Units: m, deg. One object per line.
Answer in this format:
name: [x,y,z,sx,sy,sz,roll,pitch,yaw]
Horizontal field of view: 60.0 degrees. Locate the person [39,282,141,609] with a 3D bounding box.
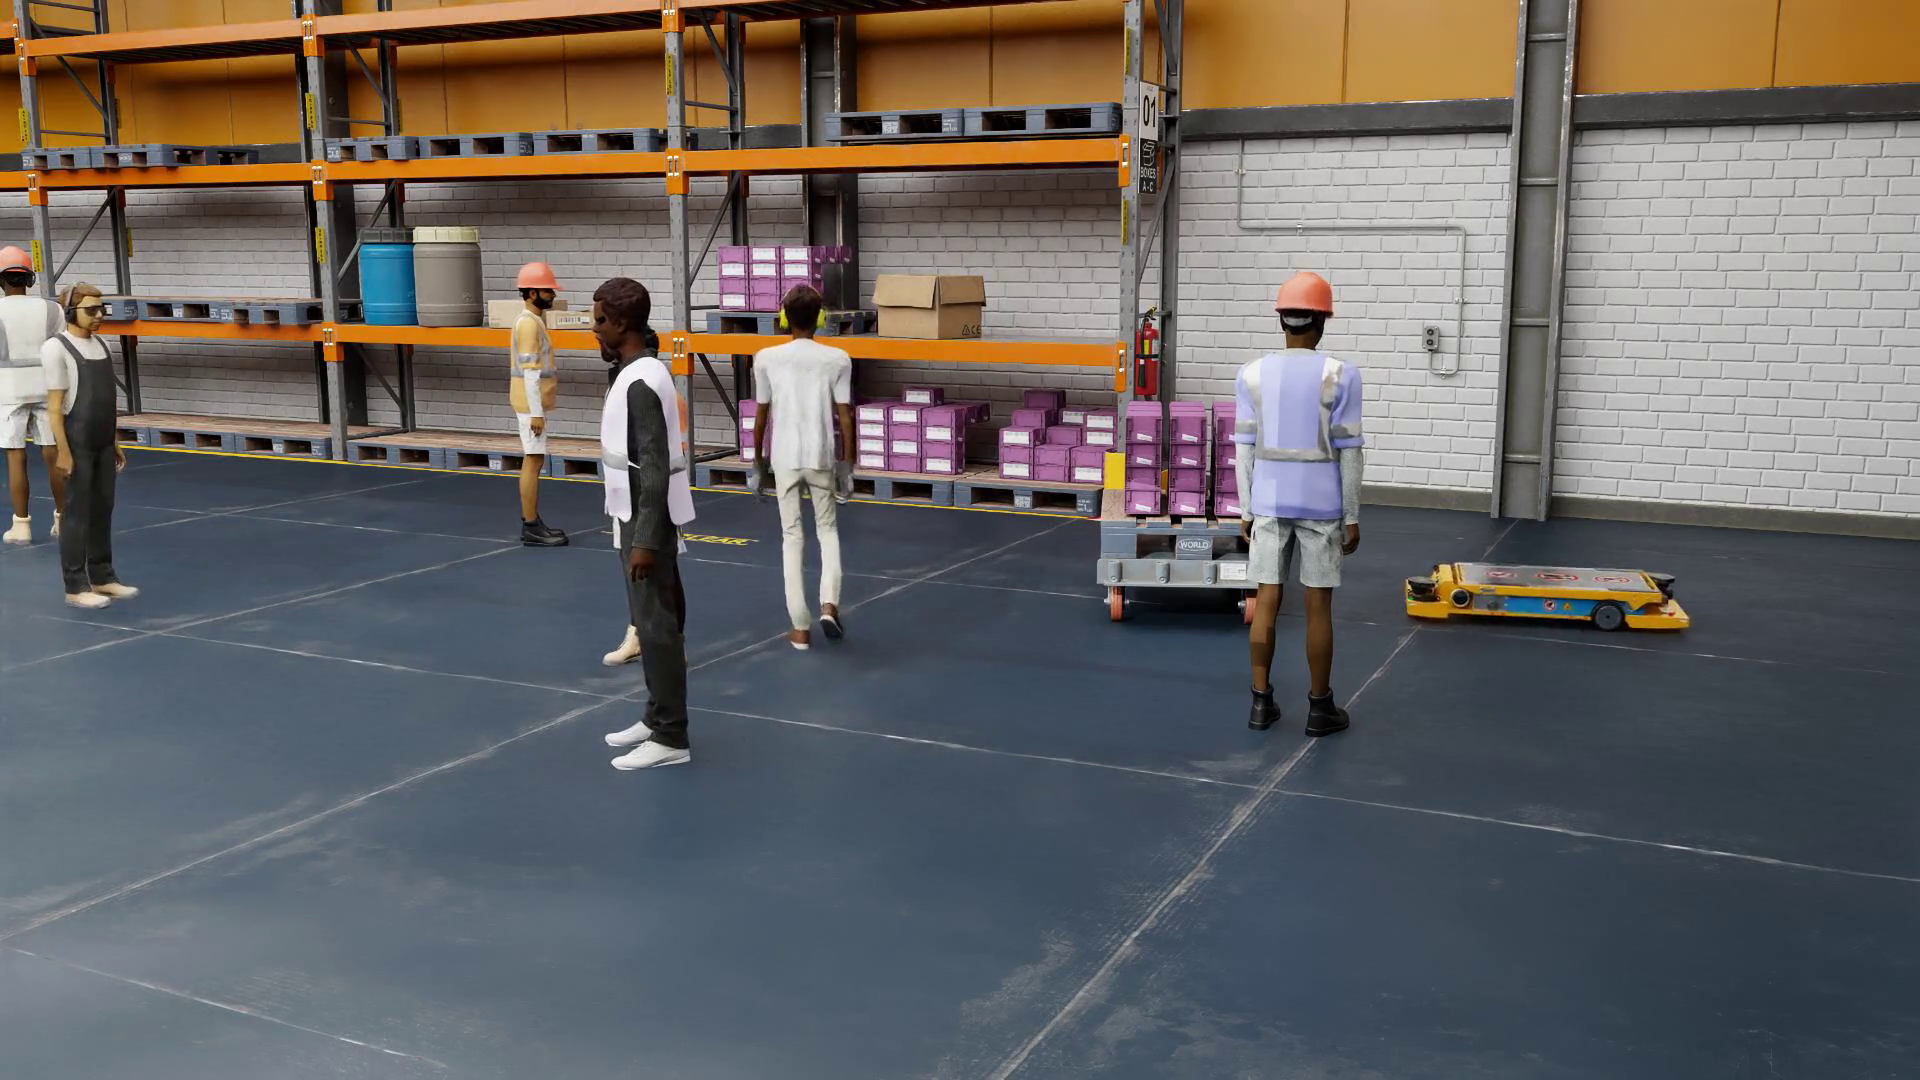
person: [-4.954,-0.537,9.447,0.328,1.842,0.515,1,10,8]

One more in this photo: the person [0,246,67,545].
person: [-6.455,-0.991,11.477,0.373,2.043,0.615,9,13,41]

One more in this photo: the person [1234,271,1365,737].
person: [1.413,-0.144,6.940,0.544,1.936,0.359,5,11,27]

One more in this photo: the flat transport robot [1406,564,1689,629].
flat transport robot: [3.210,0.295,9.188,1.431,0.197,0.652,3,10,14]

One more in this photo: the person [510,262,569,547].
person: [-2.889,-0.926,11.406,0.377,1.938,0.547,-2,10,-14]

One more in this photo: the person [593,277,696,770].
person: [-1.231,-0.064,6.530,0.379,1.916,0.591,-2,10,-14]

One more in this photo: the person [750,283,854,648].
person: [-0.815,-0.368,8.476,0.517,1.854,0.382,-2,10,-11]

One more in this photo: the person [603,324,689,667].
person: [-1.513,-0.204,7.953,0.538,1.698,0.319,8,13,39]
